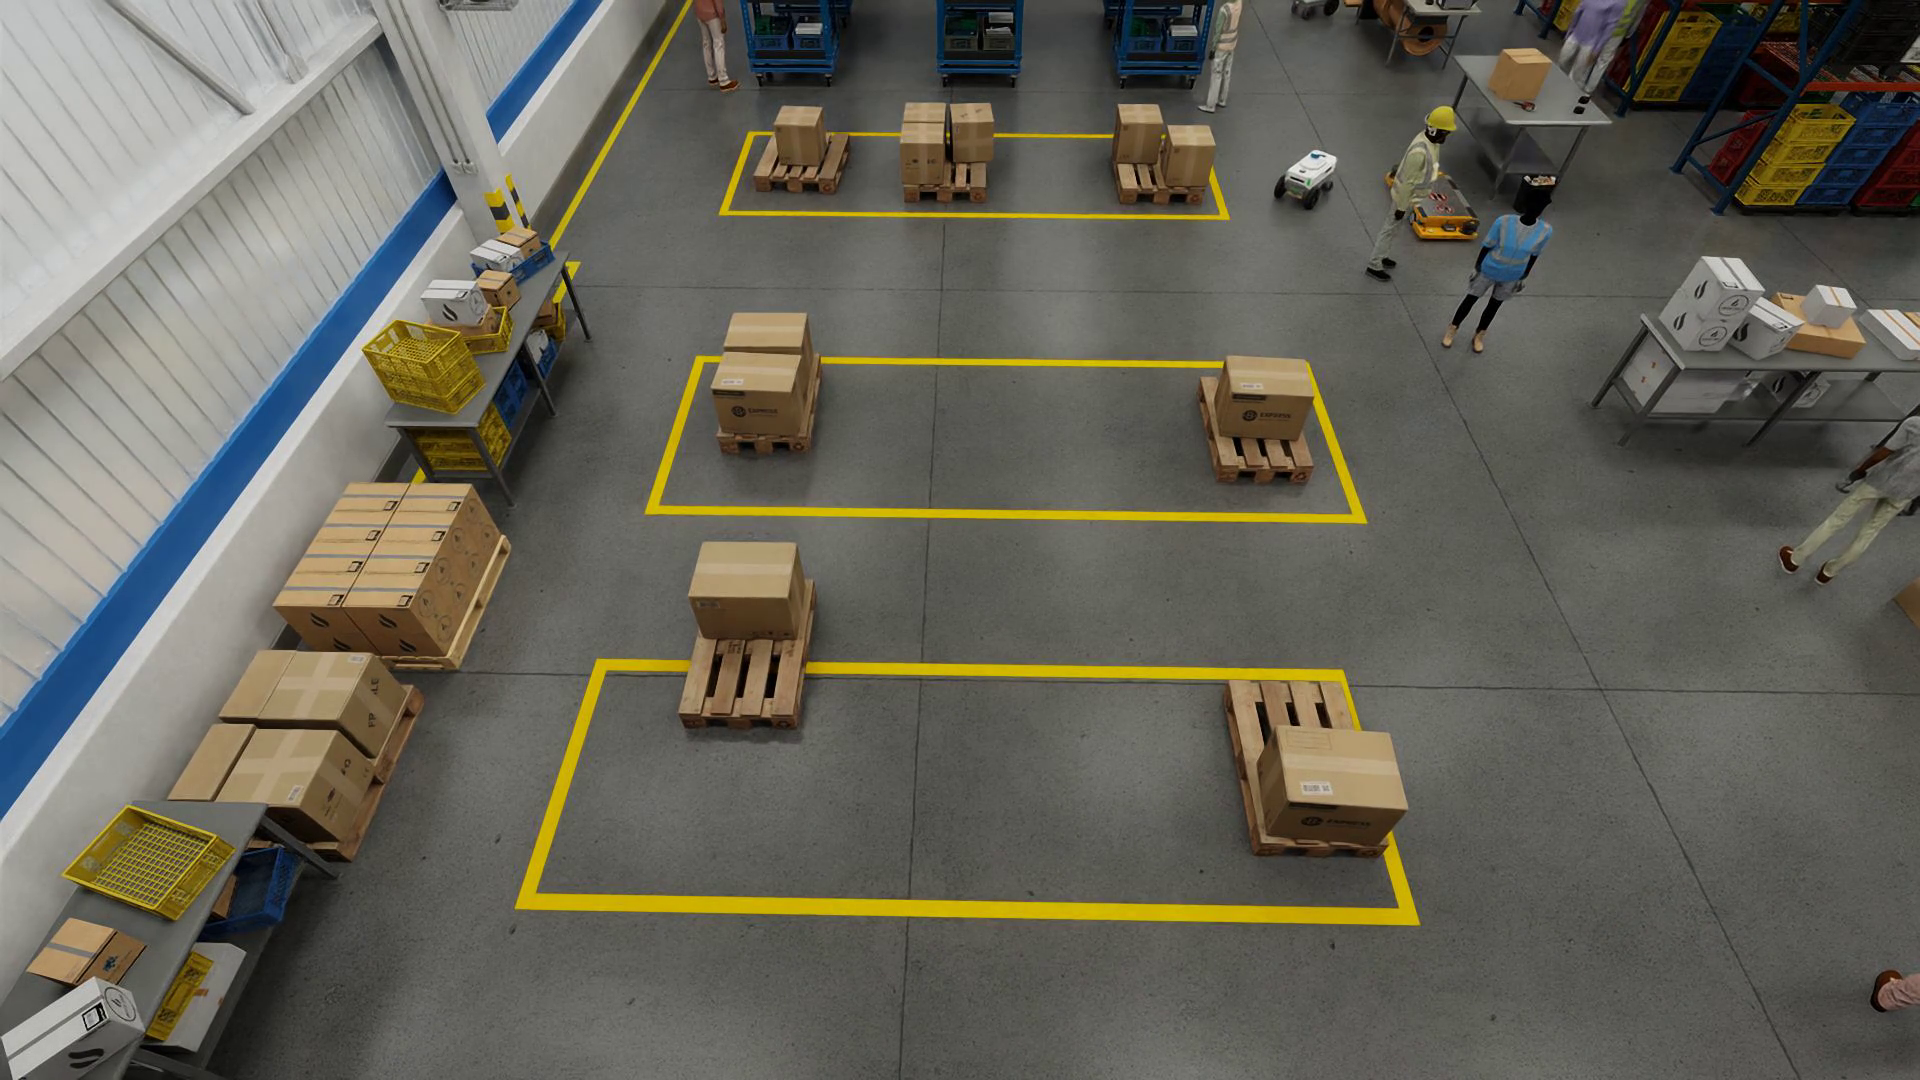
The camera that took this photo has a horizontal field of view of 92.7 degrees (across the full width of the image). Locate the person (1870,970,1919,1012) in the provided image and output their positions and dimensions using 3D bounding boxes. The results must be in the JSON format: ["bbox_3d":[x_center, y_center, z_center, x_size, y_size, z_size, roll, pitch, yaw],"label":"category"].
[{"bbox_3d":[5.510,2.138,4.591,0.411,1.909,0.643,-25,54,-20],"label":"person"}]

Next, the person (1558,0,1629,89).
[{"bbox_3d":[8.280,-6.616,12.149,0.360,1.936,0.634,-15,51,-13],"label":"person"}]

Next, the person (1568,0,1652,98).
[{"bbox_3d":[8.865,-6.968,12.524,0.629,1.837,0.429,22,53,18],"label":"person"}]

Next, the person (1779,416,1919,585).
[{"bbox_3d":[6.887,-0.389,6.807,0.514,1.864,0.327,29,55,23],"label":"person"}]

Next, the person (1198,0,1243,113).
[{"bbox_3d":[3.558,-6.671,12.397,0.322,1.632,0.521,36,58,27],"label":"person"}]

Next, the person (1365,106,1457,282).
[{"bbox_3d":[4.731,-3.634,9.635,0.403,1.830,0.601,24,53,19],"label":"person"}]

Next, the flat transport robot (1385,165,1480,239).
[{"bbox_3d":[5.692,-4.094,11.059,0.652,0.197,1.431,1,49,1],"label":"flat transport robot"}]

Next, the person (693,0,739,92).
[{"bbox_3d":[-3.456,-7.320,12.730,0.608,1.987,0.402,32,56,25],"label":"person"}]

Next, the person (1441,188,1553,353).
[{"bbox_3d":[5.184,-2.566,8.798,0.531,1.698,0.320,14,51,12],"label":"person"}]

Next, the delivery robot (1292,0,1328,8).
[{"bbox_3d":[5.825,-8.983,15.044,0.707,0.478,0.477,-19,52,-16],"label":"delivery robot"}]

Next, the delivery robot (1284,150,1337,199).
[{"bbox_3d":[4.267,-4.486,11.152,0.477,0.478,0.707,35,57,26],"label":"delivery robot"}]
